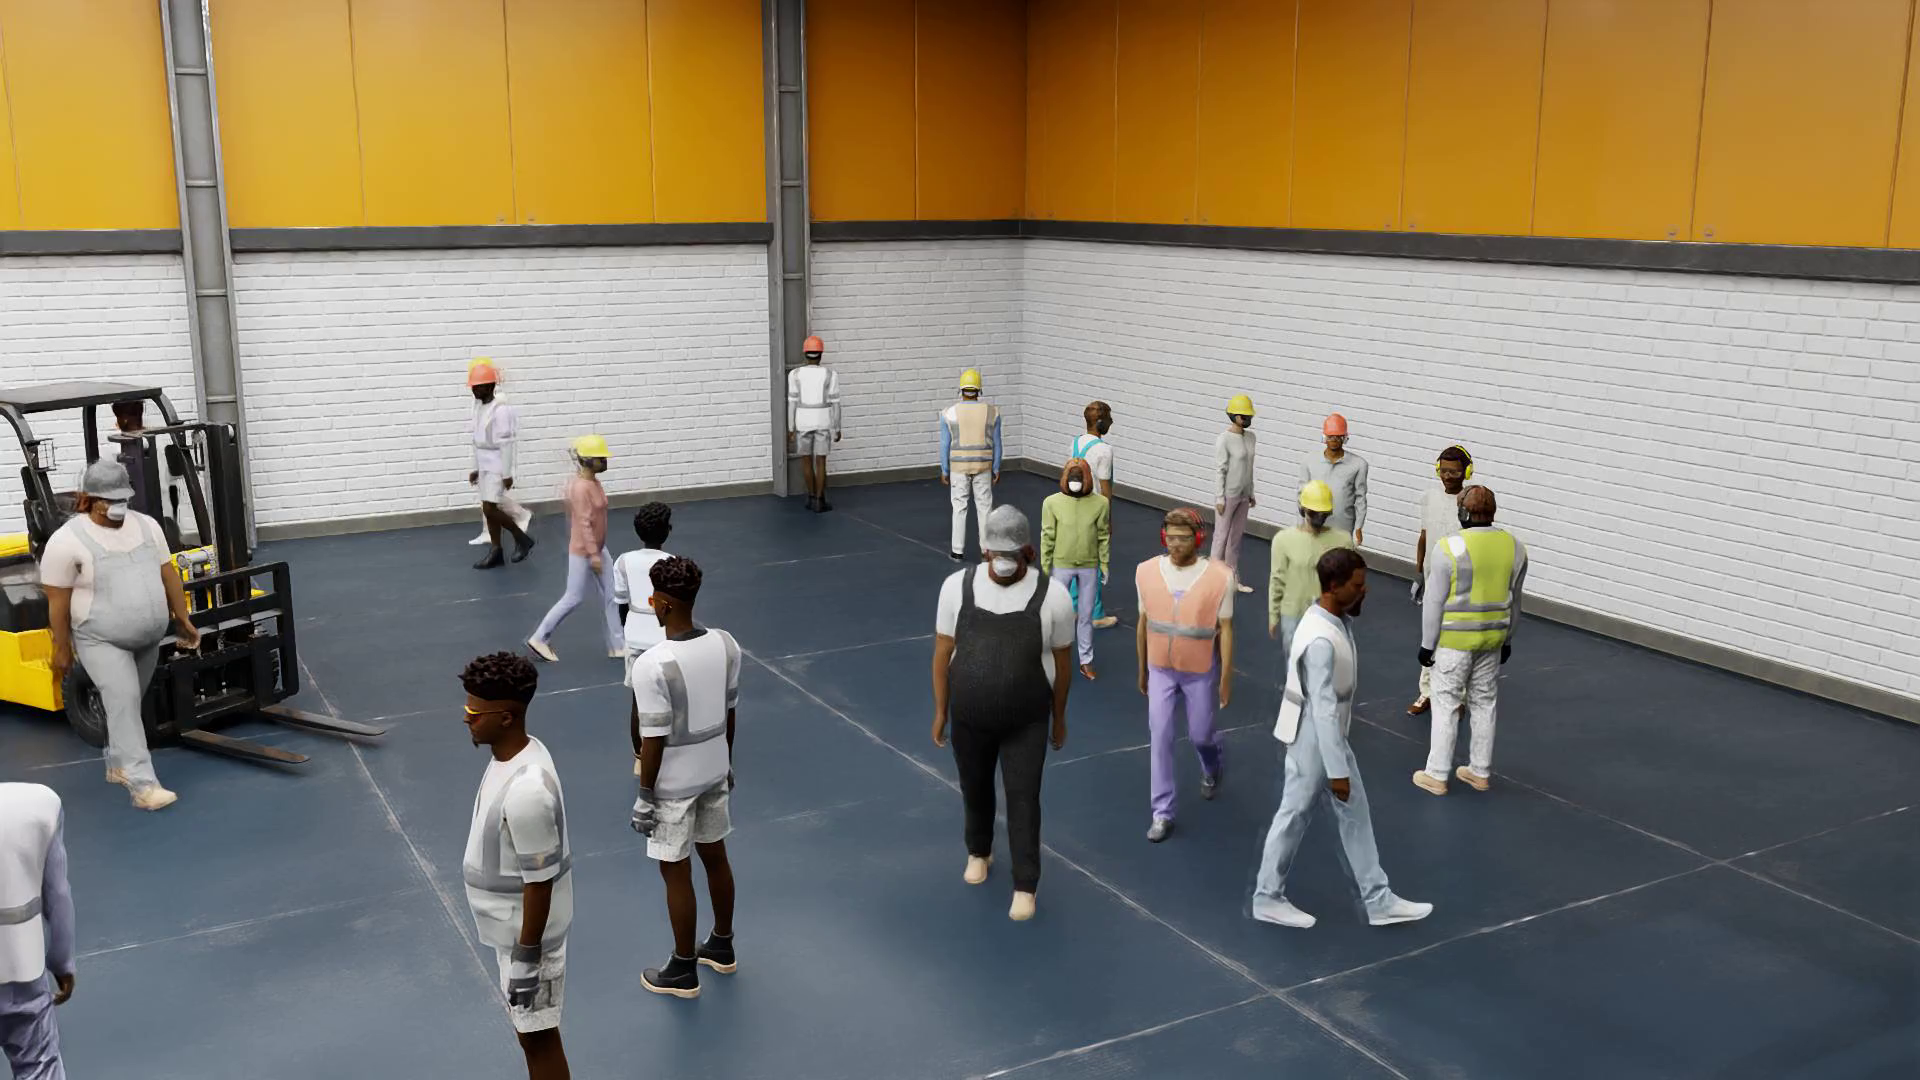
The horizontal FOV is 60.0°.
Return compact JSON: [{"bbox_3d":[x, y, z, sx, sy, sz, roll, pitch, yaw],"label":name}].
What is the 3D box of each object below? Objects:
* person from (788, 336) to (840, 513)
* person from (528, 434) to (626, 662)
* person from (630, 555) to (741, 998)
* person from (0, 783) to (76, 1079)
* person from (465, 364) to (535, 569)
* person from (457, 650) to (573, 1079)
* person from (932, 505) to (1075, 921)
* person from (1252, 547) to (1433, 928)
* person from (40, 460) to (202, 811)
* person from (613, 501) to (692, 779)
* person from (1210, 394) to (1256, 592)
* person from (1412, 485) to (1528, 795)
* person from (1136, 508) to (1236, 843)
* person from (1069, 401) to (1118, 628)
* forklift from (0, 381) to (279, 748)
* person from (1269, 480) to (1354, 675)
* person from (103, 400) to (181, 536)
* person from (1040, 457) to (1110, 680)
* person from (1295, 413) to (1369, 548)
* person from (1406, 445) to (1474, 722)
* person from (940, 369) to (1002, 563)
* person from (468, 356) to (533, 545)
[{"bbox_3d":[-1.588,-1.260,18.141,0.563,1.920,0.445,0,12,-2],"label":"person"},{"bbox_3d":[-2.821,0.068,12.370,0.845,1.732,0.526,2,12,7],"label":"person"},{"bbox_3d":[-1.212,1.029,7.311,0.361,1.963,0.618,8,14,32],"label":"person"},{"bbox_3d":[-3.200,1.452,5.465,0.383,1.911,0.593,11,16,42],"label":"person"},{"bbox_3d":[-4.328,-0.679,15.429,0.476,1.920,0.551,-10,15,-38],"label":"person"},{"bbox_3d":[-1.549,1.341,5.851,0.367,1.966,0.607,-5,13,-21],"label":"person"},{"bbox_3d":[0.205,0.792,8.251,0.685,2.000,0.605,3,12,12],"label":"person"},{"bbox_3d":[1.822,0.965,7.802,0.920,1.877,0.627,5,13,20],"label":"person"},{"bbox_3d":[-4.751,0.513,9.557,0.917,2.000,0.699,6,13,25],"label":"person"},{"bbox_3d":[-1.799,0.612,9.903,0.529,1.697,0.321,5,13,24],"label":"person"},{"bbox_3d":[2.395,-0.383,14.406,0.526,1.768,0.331,-12,17,-44],"label":"person"},{"bbox_3d":[2.974,0.585,9.729,0.636,1.830,0.429,-4,13,-18],"label":"person"},{"bbox_3d":[1.251,0.698,9.208,0.580,1.823,0.792,5,13,23],"label":"person"},{"bbox_3d":[1.073,-0.203,13.402,0.346,1.838,0.500,-7,14,-30],"label":"person"},{"bbox_3d":[-5.853,0.085,11.199,2.313,2.155,1.214,7,14,28],"label":"forklift"},{"bbox_3d":[2.211,0.454,10.532,0.530,1.745,0.667,1,12,2],"label":"person"},{"bbox_3d":[-6.298,-0.150,12.924,0.739,1.933,0.686,6,13,25],"label":"person"},{"bbox_3d":[0.829,0.208,11.946,0.505,1.631,0.278,-1,12,-6],"label":"person"},{"bbox_3d":[2.958,-0.141,13.289,0.563,1.755,0.323,4,13,16],"label":"person"},{"bbox_3d":[3.236,0.288,11.050,0.507,1.860,0.334,10,16,40],"label":"person"},{"bbox_3d":[0.101,-0.693,15.702,0.590,1.833,0.403,-1,12,-6],"label":"person"},{"bbox_3d":[-4.596,-0.883,16.421,0.519,1.898,0.635,-11,16,-42],"label":"person"}]
